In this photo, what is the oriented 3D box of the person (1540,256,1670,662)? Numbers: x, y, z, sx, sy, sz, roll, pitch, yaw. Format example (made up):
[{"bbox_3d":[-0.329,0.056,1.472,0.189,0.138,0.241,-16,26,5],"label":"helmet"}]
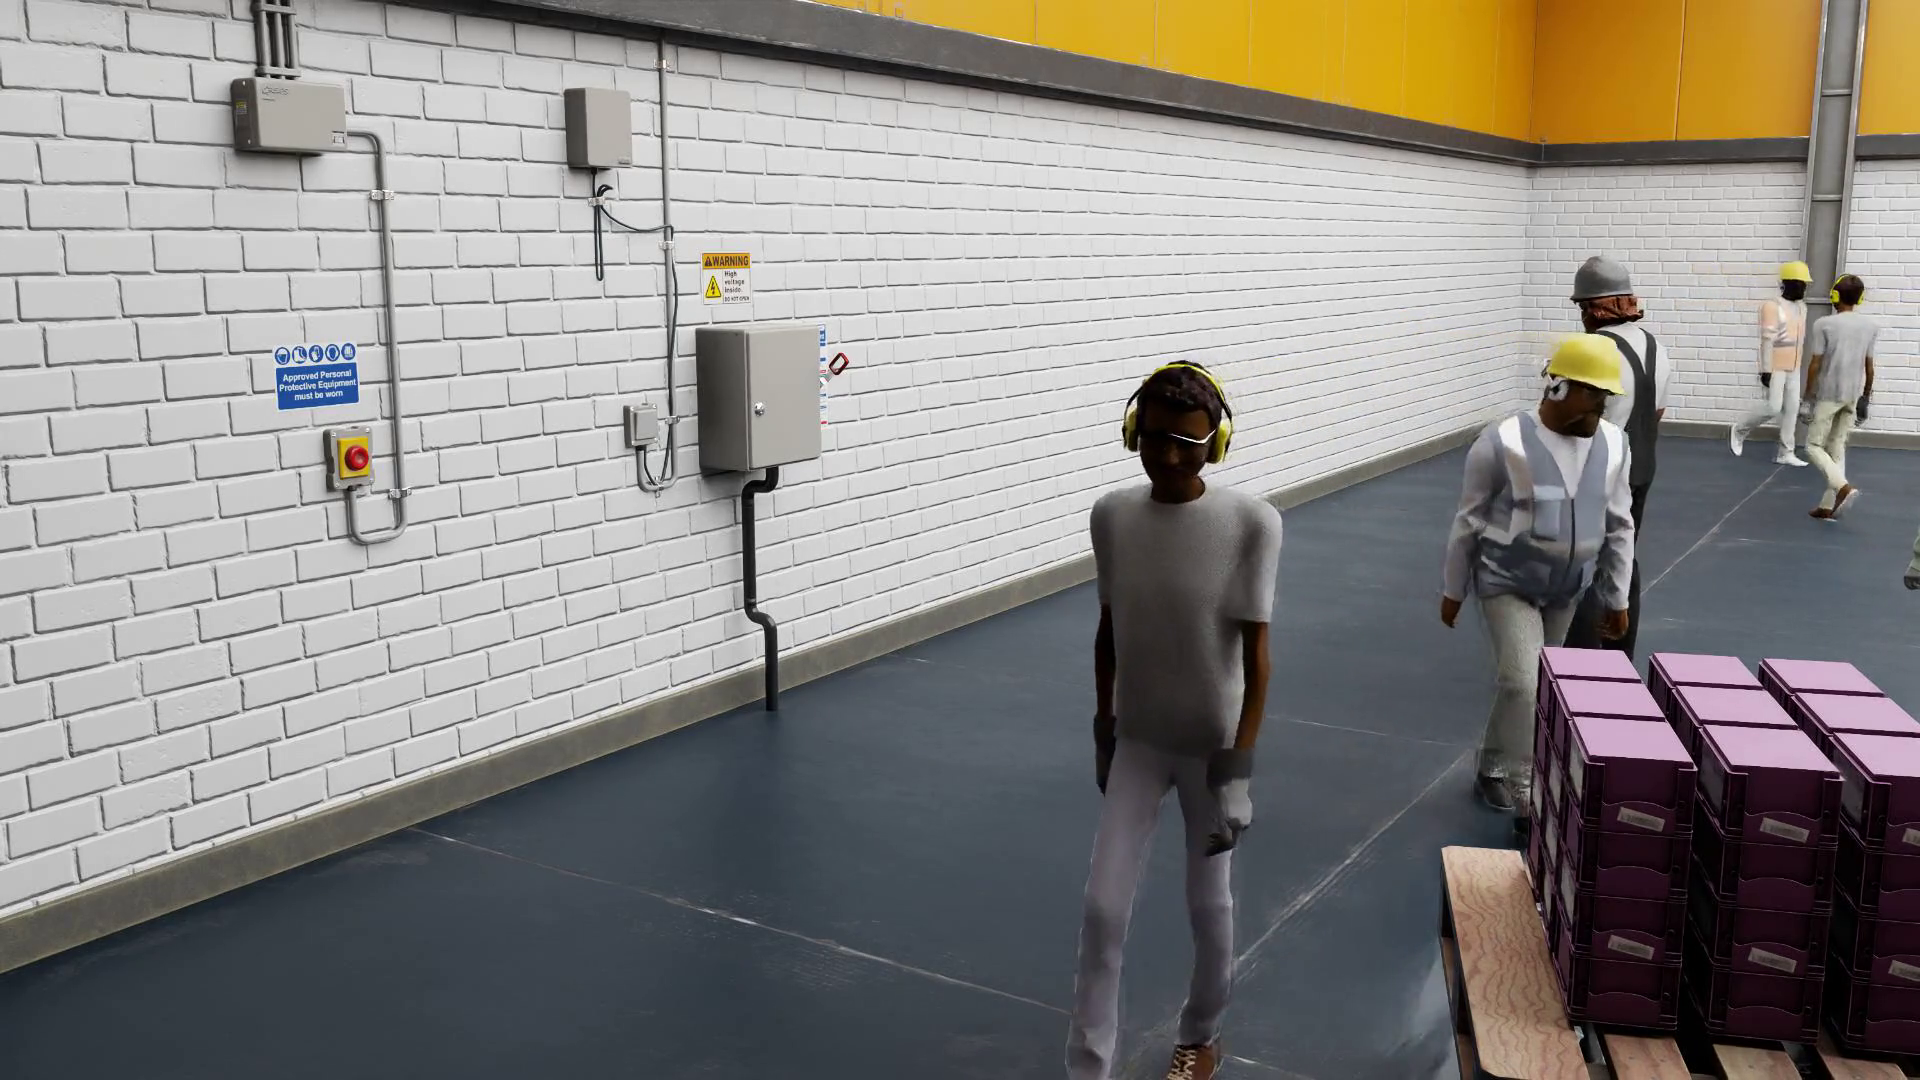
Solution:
[{"bbox_3d":[2.853,-0.271,7.567,0.688,2.000,0.536,-8,13,-37],"label":"person"}]

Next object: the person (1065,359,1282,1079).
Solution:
[{"bbox_3d":[0.453,0.517,3.806,0.483,1.830,0.824,5,11,27],"label":"person"}]

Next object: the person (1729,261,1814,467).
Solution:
[{"bbox_3d":[7.654,-1.651,15.584,0.605,1.908,0.667,-5,12,-27],"label":"person"}]

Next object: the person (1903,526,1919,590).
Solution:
[{"bbox_3d":[4.061,0.077,6.767,0.507,1.633,0.276,-4,11,-22],"label":"person"}]

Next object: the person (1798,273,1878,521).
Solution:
[{"bbox_3d":[6.516,-1.036,12.306,0.529,1.859,0.568,-1,10,-6],"label":"person"}]

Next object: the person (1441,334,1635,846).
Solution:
[{"bbox_3d":[2.046,0.168,5.839,0.616,1.777,0.873,-3,11,-14],"label":"person"}]
